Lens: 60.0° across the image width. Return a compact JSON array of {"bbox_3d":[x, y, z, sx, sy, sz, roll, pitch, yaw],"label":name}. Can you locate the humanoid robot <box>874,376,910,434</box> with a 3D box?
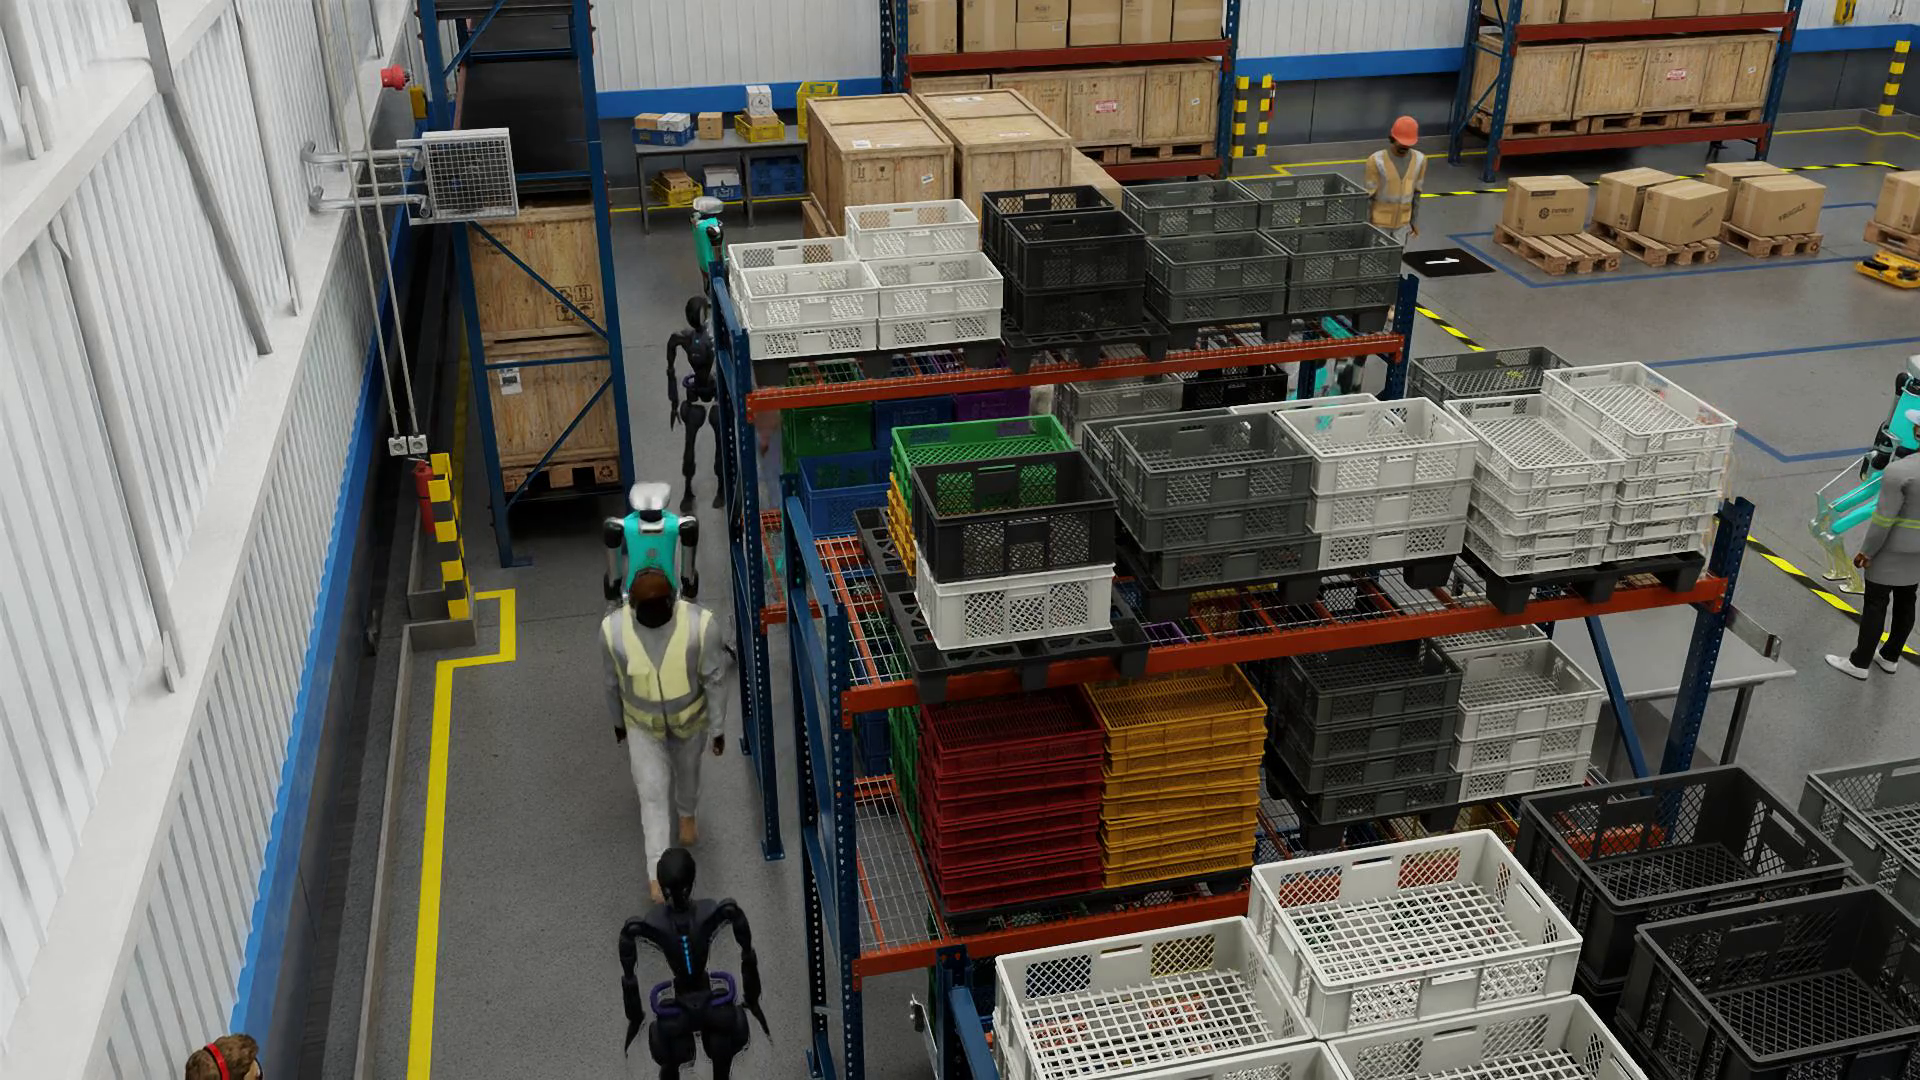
[{"bbox_3d":[-0.510,-0.694,11.876,0.601,1.616,0.653,20,34,32],"label":"humanoid robot"}]

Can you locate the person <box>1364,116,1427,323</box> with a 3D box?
[{"bbox_3d":[4.143,-3.059,15.963,0.607,2.032,0.402,-6,28,-10],"label":"person"}]

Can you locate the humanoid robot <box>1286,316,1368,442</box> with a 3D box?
[{"bbox_3d":[2.786,-1.236,12.842,1.041,1.741,0.551,-23,35,-36],"label":"humanoid robot"}]

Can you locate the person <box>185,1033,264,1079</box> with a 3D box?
[{"bbox_3d":[-2.425,2.459,5.706,0.389,1.835,0.563,-19,33,-31],"label":"person"}]

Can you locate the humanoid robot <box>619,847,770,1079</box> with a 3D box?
[{"bbox_3d":[-1.087,1.958,6.817,0.600,1.643,0.377,-7,29,-13],"label":"humanoid robot"}]

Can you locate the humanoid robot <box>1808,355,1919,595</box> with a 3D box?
[{"bbox_3d":[6.067,-0.432,11.146,0.735,1.677,0.533,-1,28,-2],"label":"humanoid robot"}]

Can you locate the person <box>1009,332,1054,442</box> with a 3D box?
[{"bbox_3d":[0.430,-0.630,11.567,0.502,1.836,0.336,20,34,34],"label":"person"}]

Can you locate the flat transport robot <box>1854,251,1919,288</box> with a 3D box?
[{"bbox_3d":[10.276,-2.932,17.580,1.431,0.197,0.652,-11,30,-19],"label":"flat transport robot"}]

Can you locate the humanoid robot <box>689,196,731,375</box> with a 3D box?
[{"bbox_3d":[-1.942,-2.199,14.503,0.735,1.673,0.533,-15,31,-26],"label":"humanoid robot"}]

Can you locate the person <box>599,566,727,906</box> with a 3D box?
[{"bbox_3d":[-1.505,0.965,8.573,0.629,1.792,0.944,-4,28,-8],"label":"person"}]

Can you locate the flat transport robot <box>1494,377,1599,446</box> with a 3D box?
[{"bbox_3d":[4.780,-1.036,14.013,0.659,0.231,1.431,-6,28,-12],"label":"flat transport robot"}]

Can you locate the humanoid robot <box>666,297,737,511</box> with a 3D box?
[{"bbox_3d":[-1.900,-1.006,12.445,0.598,1.656,0.391,1,28,3],"label":"humanoid robot"}]

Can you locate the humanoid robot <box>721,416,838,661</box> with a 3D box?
[{"bbox_3d":[-1.177,0.054,10.403,0.932,1.783,0.537,-9,29,-17],"label":"humanoid robot"}]

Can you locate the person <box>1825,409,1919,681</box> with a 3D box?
[{"bbox_3d":[5.831,0.016,10.317,0.588,1.852,0.370,-8,29,-14],"label":"person"}]

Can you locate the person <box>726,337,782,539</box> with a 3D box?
[{"bbox_3d":[-1.521,-0.789,11.943,0.522,1.751,0.537,-21,35,-35],"label":"person"}]

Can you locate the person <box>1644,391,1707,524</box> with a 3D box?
[{"bbox_3d":[4.410,-0.067,10.458,0.569,1.866,1.028,-11,30,-20],"label":"person"}]

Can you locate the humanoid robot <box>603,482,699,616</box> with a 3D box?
[{"bbox_3d":[-1.811,0.365,9.840,0.577,1.817,0.918,-6,28,-10],"label":"humanoid robot"}]
